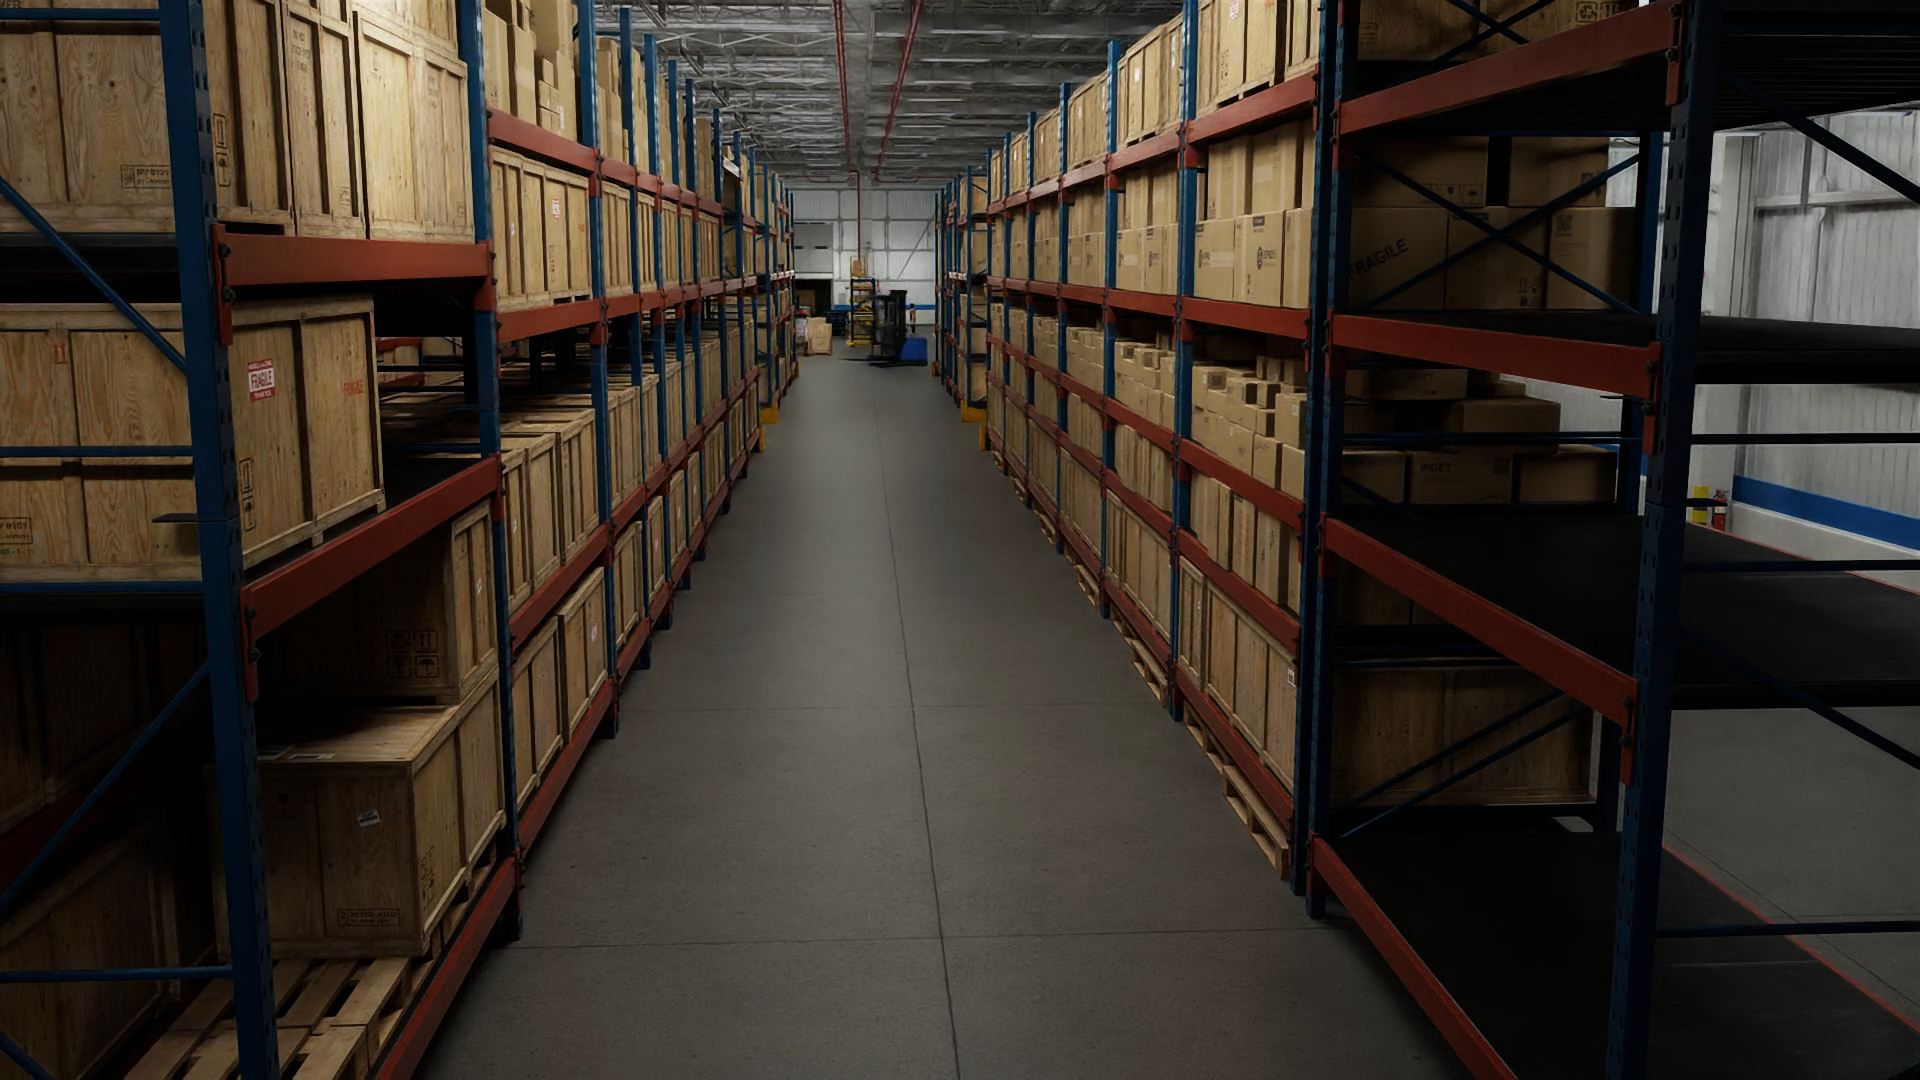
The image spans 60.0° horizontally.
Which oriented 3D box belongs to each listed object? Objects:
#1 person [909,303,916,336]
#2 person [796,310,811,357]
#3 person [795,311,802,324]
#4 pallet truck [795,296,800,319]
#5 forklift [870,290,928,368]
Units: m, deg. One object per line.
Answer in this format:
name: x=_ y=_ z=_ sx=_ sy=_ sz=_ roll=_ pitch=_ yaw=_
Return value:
person: x=-2.470 y=-11.503 z=86.745 sx=0.321 sy=1.686 sz=0.539 roll=3 pitch=10 yaw=19
person: x=-6.378 y=-8.341 z=67.178 sx=0.624 sy=1.917 sz=0.550 roll=-3 pitch=10 yaw=-19
person: x=-7.078 y=-9.322 z=73.780 sx=0.552 sy=1.648 sz=0.843 roll=-3 pitch=10 yaw=-16
pallet truck: x=-8.622 y=-12.439 z=91.403 sx=1.885 sy=1.965 sz=0.823 roll=2 pitch=10 yaw=13
forklift: x=-2.209 y=-7.687 z=60.387 sx=1.873 sy=2.768 sz=1.129 roll=-4 pitch=10 yaw=-21
